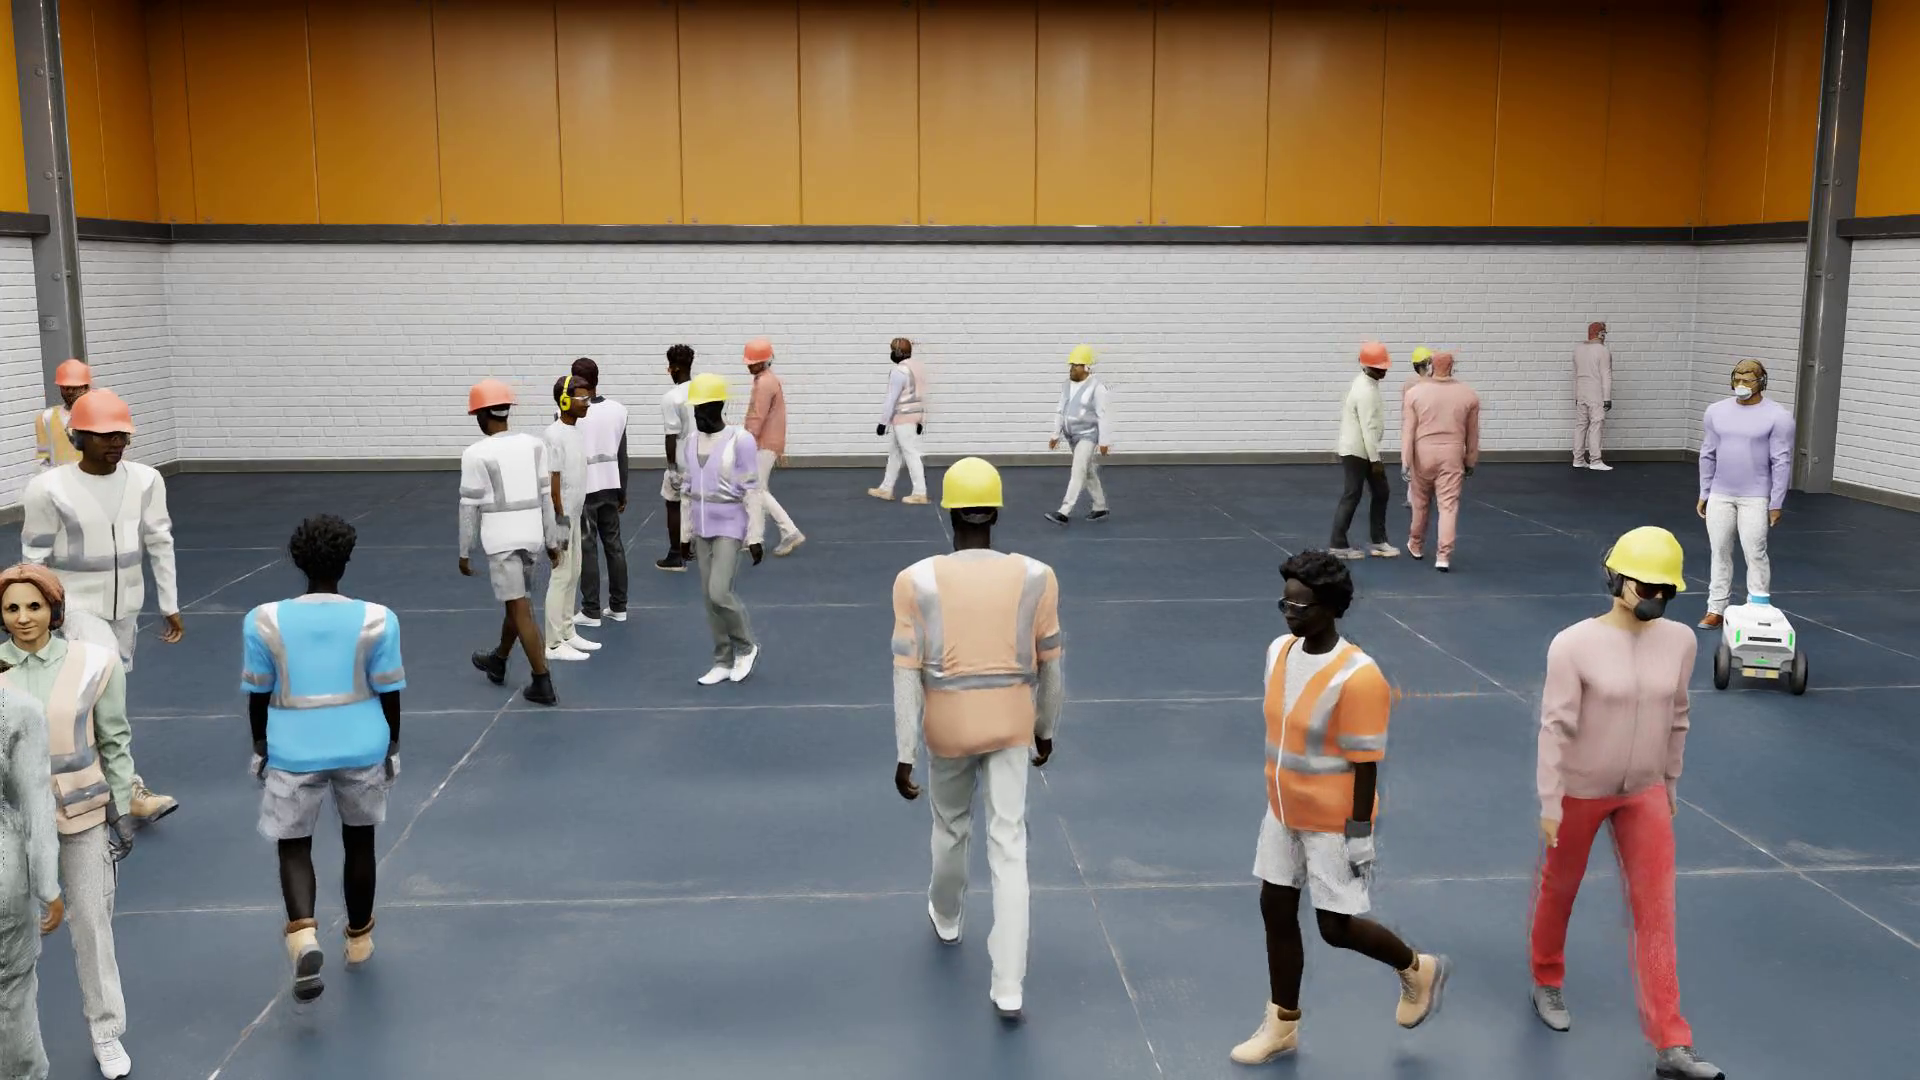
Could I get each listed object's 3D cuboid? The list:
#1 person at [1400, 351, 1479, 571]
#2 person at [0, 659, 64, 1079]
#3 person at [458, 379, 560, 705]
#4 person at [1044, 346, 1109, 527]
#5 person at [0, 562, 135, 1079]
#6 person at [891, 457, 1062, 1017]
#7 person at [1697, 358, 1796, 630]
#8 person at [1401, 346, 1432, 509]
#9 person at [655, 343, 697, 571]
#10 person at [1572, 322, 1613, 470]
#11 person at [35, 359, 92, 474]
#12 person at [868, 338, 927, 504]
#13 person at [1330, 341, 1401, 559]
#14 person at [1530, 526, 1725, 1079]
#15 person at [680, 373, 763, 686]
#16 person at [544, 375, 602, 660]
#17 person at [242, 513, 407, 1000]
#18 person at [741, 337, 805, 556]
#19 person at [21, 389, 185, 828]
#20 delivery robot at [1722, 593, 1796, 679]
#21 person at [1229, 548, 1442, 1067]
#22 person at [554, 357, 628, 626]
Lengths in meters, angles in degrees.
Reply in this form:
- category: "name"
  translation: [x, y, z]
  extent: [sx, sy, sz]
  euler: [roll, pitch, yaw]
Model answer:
- category: "person"
  translation: [4.111, -0.694, 14.305]
  extent: [0.671, 1.848, 1.008]
  euler: [1, 9, 6]
- category: "person"
  translation: [-2.743, 0.933, 4.557]
  extent: [0.500, 1.707, 0.814]
  euler: [-5, 10, -27]
- category: "person"
  translation: [-2.728, 0.002, 9.830]
  extent: [0.978, 1.882, 0.564]
  euler: [7, 12, 39]
- category: "person"
  translation: [1.179, -1.037, 16.654]
  extent: [0.933, 1.785, 0.590]
  euler: [-6, 11, -33]
- category: "person"
  translation: [-2.807, 0.878, 5.102]
  extent: [0.513, 1.641, 0.307]
  euler: [-5, 10, -29]
- category: "person"
  translation: [0.060, 0.645, 5.849]
  extent: [0.608, 1.869, 1.036]
  euler: [-1, 9, -7]
- category: "person"
  translation: [5.460, -0.300, 11.611]
  extent: [0.368, 1.932, 0.622]
  euler: [-7, 11, -37]
- category: "person"
  translation: [4.943, -1.172, 17.623]
  extent: [0.537, 1.746, 0.576]
  euler: [-2, 9, -12]
- category: "person"
  translation: [-2.225, -0.673, 13.909]
  extent: [0.786, 1.936, 0.591]
  euler: [8, 12, 41]
- category: "person"
  translation: [8.155, -1.848, 21.382]
  extent: [0.409, 1.908, 0.639]
  euler: [-4, 10, -21]
- category: "person"
  translation: [-6.296, -0.355, 11.977]
  extent: [0.538, 1.917, 0.830]
  euler: [-1, 9, -9]
- category: "person"
  translation: [-0.724, -1.303, 18.244]
  extent: [0.858, 1.804, 0.646]
  euler: [3, 9, 17]
- category: "person"
  translation: [3.567, -0.759, 14.473]
  extent: [0.688, 1.934, 0.692]
  euler: [5, 10, 27]
- category: "person"
  translation: [2.089, 0.817, 5.228]
  extent: [0.560, 1.713, 0.896]
  euler: [-1, 9, -8]
- category: "person"
  translation: [-1.482, -0.056, 10.099]
  extent: [0.626, 1.911, 0.413]
  euler: [7, 12, 39]
- category: "person"
  translation: [-2.549, -0.147, 10.870]
  extent: [0.330, 1.861, 0.504]
  euler: [1, 9, 3]
- category: "person"
  translation: [-2.188, 0.748, 5.771]
  extent: [0.538, 1.680, 0.641]
  euler: [-3, 10, -19]
- category: "person"
  translation: [-1.723, -0.830, 14.830]
  extent: [0.614, 1.959, 0.635]
  euler: [-1, 9, -7]
- category: "person"
  translation: [-3.882, 0.305, 7.606]
  extent: [1.051, 1.979, 0.606]
  euler: [6, 11, 34]
- category: "delivery robot"
  translation: [4.876, 0.566, 10.160]
  extent: [0.477, 0.478, 0.707]
  euler: [3, 10, 20]
- category: "person"
  translation: [1.203, 0.843, 5.241]
  extent: [0.634, 1.677, 0.537]
  euler: [-4, 10, -26]
- category: "person"
  translation: [-2.613, -0.340, 11.885]
  extent: [0.379, 1.915, 0.591]
  euler: [8, 12, 41]
